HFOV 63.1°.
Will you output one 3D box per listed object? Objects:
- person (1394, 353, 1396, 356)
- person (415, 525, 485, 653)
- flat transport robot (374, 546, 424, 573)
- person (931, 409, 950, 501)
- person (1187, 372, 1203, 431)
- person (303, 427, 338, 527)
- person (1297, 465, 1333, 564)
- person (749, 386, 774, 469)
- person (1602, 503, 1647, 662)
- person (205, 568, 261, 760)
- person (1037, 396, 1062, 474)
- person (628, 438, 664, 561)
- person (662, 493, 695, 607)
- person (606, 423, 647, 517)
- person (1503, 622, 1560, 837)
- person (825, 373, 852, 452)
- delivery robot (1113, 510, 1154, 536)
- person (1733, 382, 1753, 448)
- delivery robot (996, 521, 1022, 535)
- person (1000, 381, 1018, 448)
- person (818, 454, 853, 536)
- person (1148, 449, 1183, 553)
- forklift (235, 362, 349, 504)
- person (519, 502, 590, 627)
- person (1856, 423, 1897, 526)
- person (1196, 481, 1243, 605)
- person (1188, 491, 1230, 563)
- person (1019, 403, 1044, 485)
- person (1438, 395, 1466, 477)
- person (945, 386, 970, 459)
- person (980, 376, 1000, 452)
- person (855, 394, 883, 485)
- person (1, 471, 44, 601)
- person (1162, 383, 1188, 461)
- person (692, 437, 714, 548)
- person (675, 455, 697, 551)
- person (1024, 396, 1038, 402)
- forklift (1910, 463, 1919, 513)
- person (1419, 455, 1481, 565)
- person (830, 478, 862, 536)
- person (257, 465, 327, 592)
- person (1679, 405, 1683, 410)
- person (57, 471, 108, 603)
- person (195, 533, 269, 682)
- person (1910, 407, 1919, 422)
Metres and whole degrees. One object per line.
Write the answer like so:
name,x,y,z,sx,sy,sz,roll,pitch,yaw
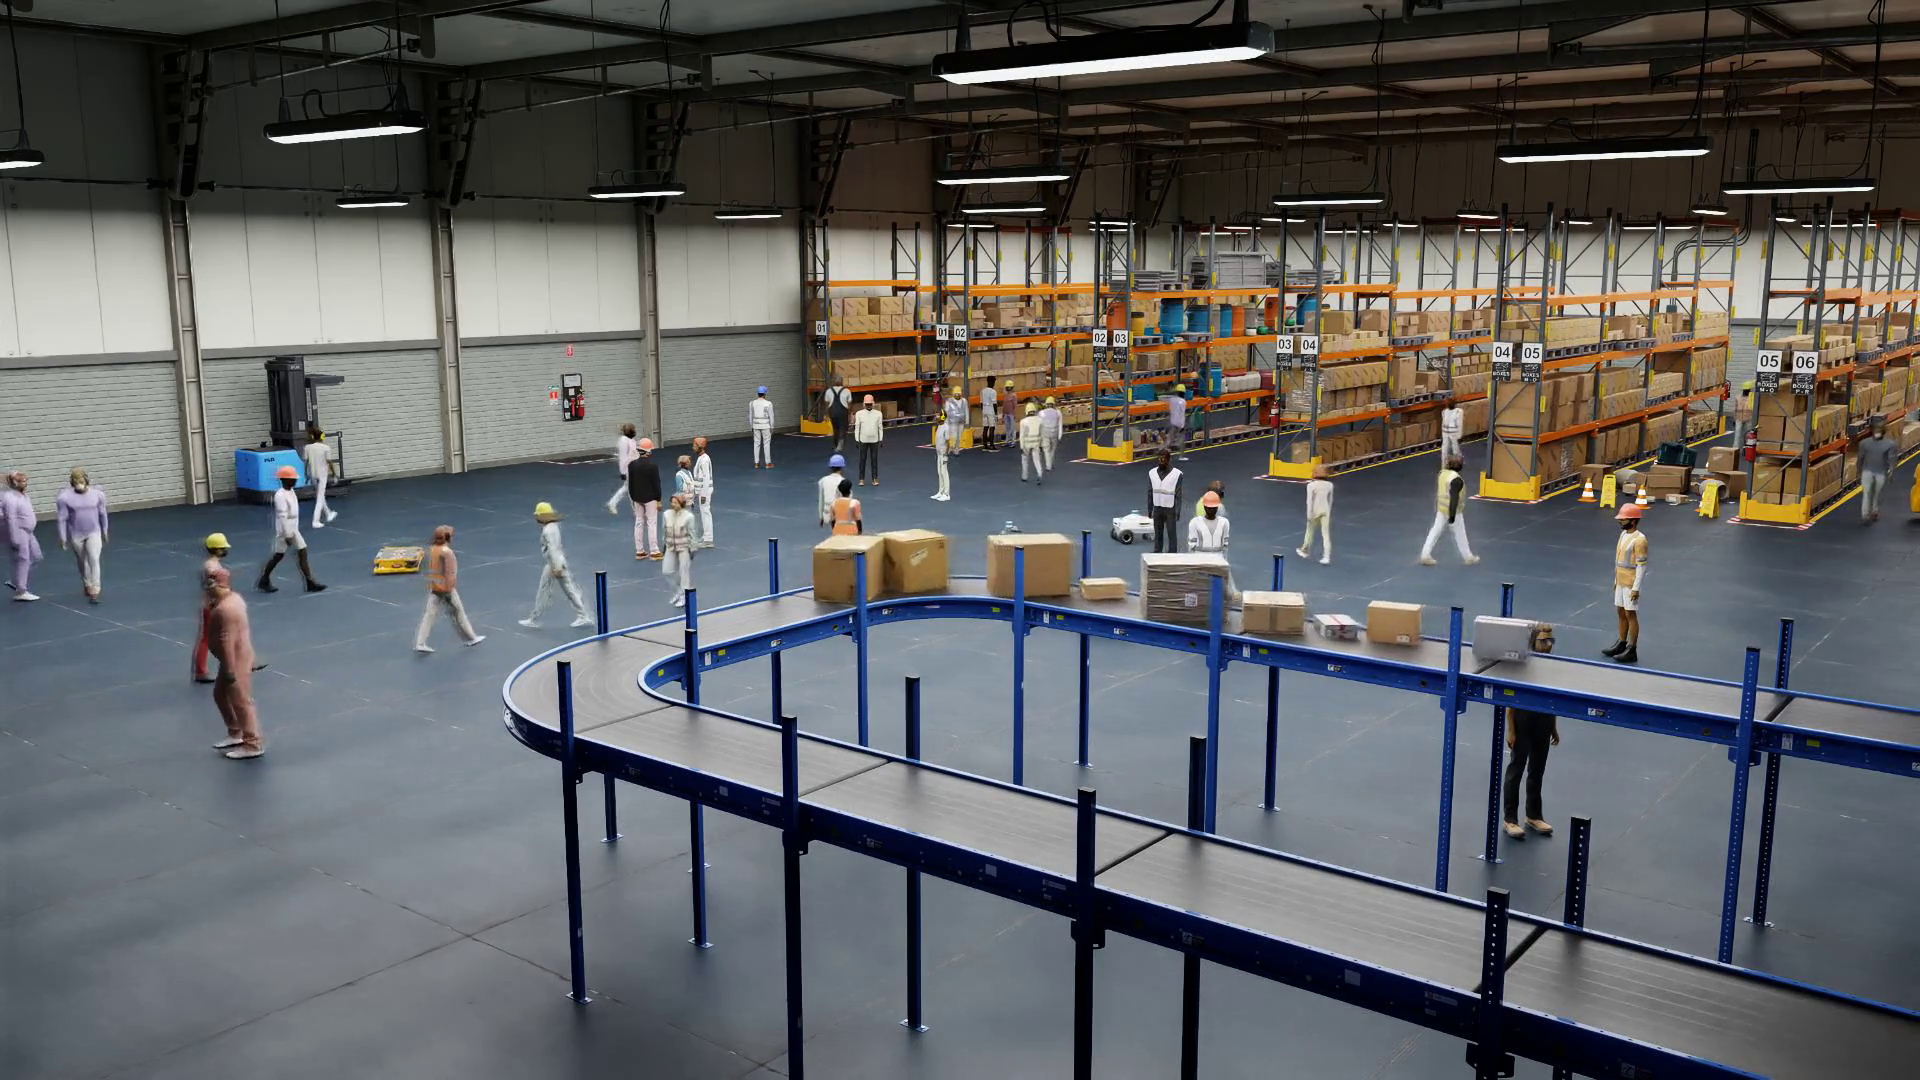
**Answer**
person,14.850,-5.629,53.934,0.314,1.854,0.510,7,12,34
person,-6.448,0.609,19.565,0.526,1.585,0.915,9,14,43
flat transport robot,-9.005,0.303,25.118,0.652,0.197,1.431,-3,10,-15
person,-0.382,-1.747,32.036,0.329,1.873,0.512,-4,11,-23
person,6.726,-3.976,45.010,0.539,1.708,0.932,10,14,43
person,-11.829,-1.178,28.983,0.554,1.814,0.994,2,10,10
person,5.821,-0.435,25.439,0.517,1.578,0.871,-3,11,-18
person,-4.680,-2.673,37.033,0.614,1.943,0.405,3,10,16
person,8.140,0.512,19.129,0.364,1.935,0.553,0,10,-2
person,-7.223,1.205,15.454,0.522,1.870,0.651,-4,11,-21
person,2.060,-2.425,36.139,0.584,1.779,0.976,-2,10,-10
person,-5.137,-0.671,25.620,0.611,1.996,0.378,5,11,25
person,-3.980,0.140,22.083,0.550,1.622,0.373,3,11,19
person,-6.388,-1.349,29.963,0.837,1.818,0.632,0,10,2
person,4.863,1.597,13.282,0.507,1.846,0.344,-3,11,-18
person,-3.107,-3.258,40.177,0.692,2.000,0.696,2,10,9
delivery robot,3.044,-0.272,27.292,0.707,0.478,0.477,-3,10,-14
person,19.692,-3.029,39.253,0.610,1.873,1.011,10,14,44
delivery robot,0.825,-0.192,26.106,0.335,0.223,0.698,4,11,24
person,1.288,-3.306,41.139,0.333,1.765,0.569,-9,13,-41
person,-1.947,-0.353,24.065,0.628,1.925,0.883,8,13,37
person,3.267,-0.505,24.941,0.592,1.912,0.381,6,12,32
forklift,-13.803,-2.244,32.110,1.129,2.768,1.873,8,13,37
person,-5.396,0.336,20.833,0.915,1.693,0.512,0,10,0
person,17.104,-1.256,29.231,0.643,1.892,1.045,6,12,31
person,3.627,0.053,22.096,0.951,1.791,0.648,-5,11,-25
person,3.216,0.324,20.186,0.547,1.938,0.379,-2,10,-9
person,1.582,-2.099,34.210,0.602,1.804,0.822,-4,11,-22
person,11.230,-2.377,35.596,0.763,1.866,0.576,-8,13,-39
person,-0.042,-2.914,38.789,0.588,1.807,0.556,-5,11,-28
person,0.774,-3.259,40.293,0.371,1.959,0.602,-8,13,-37
person,-1.981,-2.187,34.155,0.614,1.993,0.395,-2,10,-9
person,-13.478,-0.063,22.491,0.431,1.890,0.676,-3,11,-16
person,5.276,-2.869,38.216,0.689,1.912,0.583,-7,12,-35
person,-4.395,-0.818,26.768,0.337,1.882,0.584,-2,10,-12
person,-4.613,-0.606,26.250,0.307,1.645,0.513,2,10,8
person,2.111,-4.372,47.292,0.554,1.682,0.568,7,12,34
forklift,19.034,-1.348,28.998,2.313,2.155,1.214,8,13,37
person,7.879,-0.482,25.163,1.016,1.790,0.636,-2,10,-9
person,-1.684,-0.071,23.109,0.545,1.680,0.398,6,12,29
person,-9.955,-0.162,23.067,0.987,1.900,0.562,0,10,0
person,21.327,-4.211,45.868,0.703,1.889,0.609,3,11,16
person,-12.657,-0.075,22.605,0.642,1.888,1.064,-6,12,-29
person,-8.549,0.780,18.213,0.864,1.726,0.546,-4,11,-21
person,26.546,-3.597,43.187,0.504,1.612,0.704,1,10,7
